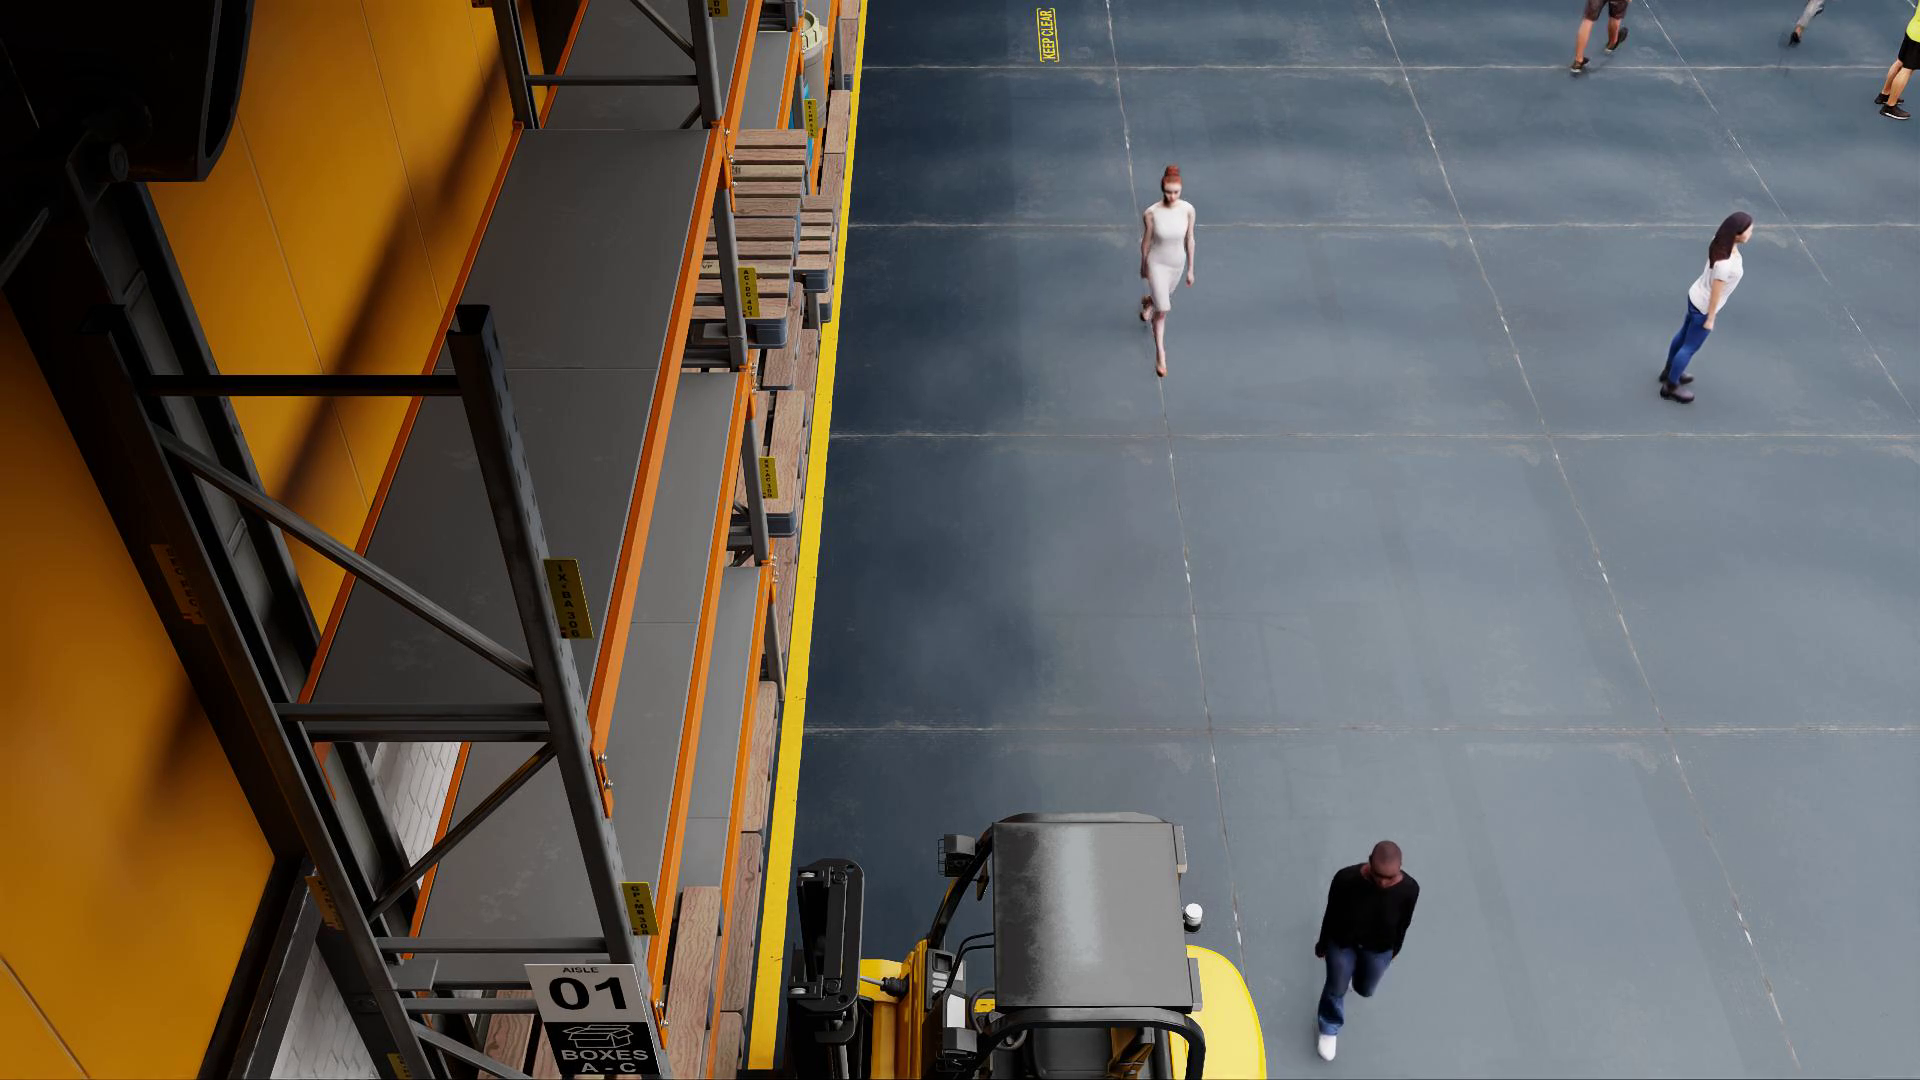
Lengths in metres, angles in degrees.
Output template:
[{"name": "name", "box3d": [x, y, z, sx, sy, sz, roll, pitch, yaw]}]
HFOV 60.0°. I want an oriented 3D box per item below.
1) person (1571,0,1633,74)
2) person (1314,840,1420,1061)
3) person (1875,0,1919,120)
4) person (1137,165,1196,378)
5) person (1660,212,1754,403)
[{"name": "person", "box3d": [6.529, -5.604, 16.805, 1.159, 1.819, 1.249, 32, 52, 29]}, {"name": "person", "box3d": [2.116, 2.059, 8.822, 0.692, 1.735, 0.904, 8, 44, 9]}, {"name": "person", "box3d": [9.400, -4.983, 16.234, 0.736, 1.707, 0.541, 10, 45, 10]}, {"name": "person", "box3d": [1.632, -2.222, 13.300, 0.693, 1.757, 1.120, -7, 44, -7]}, {"name": "person", "box3d": [5.774, -1.822, 12.935, 0.700, 1.681, 0.531, 8, 44, 9]}]
